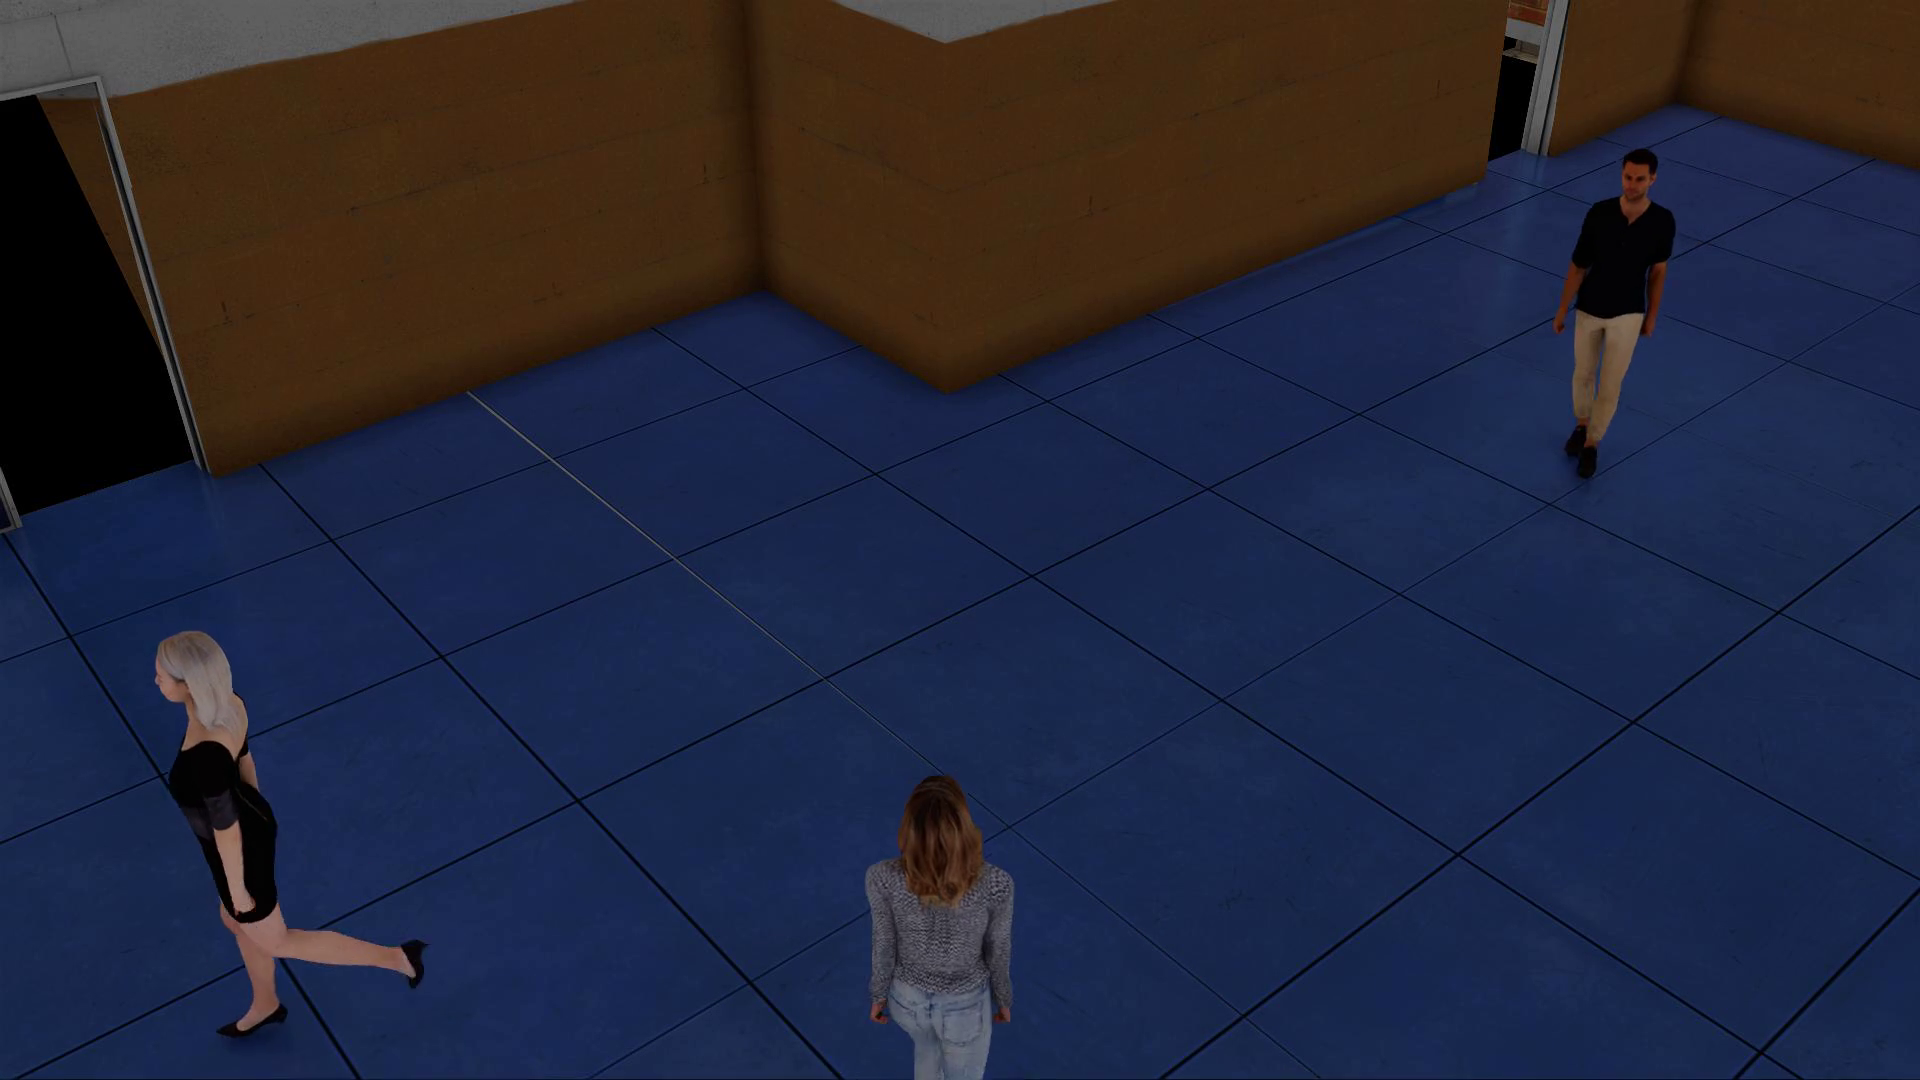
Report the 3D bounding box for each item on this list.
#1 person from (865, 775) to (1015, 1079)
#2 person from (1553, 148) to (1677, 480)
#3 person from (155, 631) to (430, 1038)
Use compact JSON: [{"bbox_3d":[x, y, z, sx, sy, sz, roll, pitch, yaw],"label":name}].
[{"bbox_3d":[-0.068,1.501,5.082,1.095,1.767,1.115,5,34,7],"label":"person"},{"bbox_3d":[3.604,-1.293,9.197,0.833,1.836,0.861,17,37,24],"label":"person"},{"bbox_3d":[-2.352,1.057,5.709,0.934,1.811,1.055,-8,34,-12],"label":"person"}]
